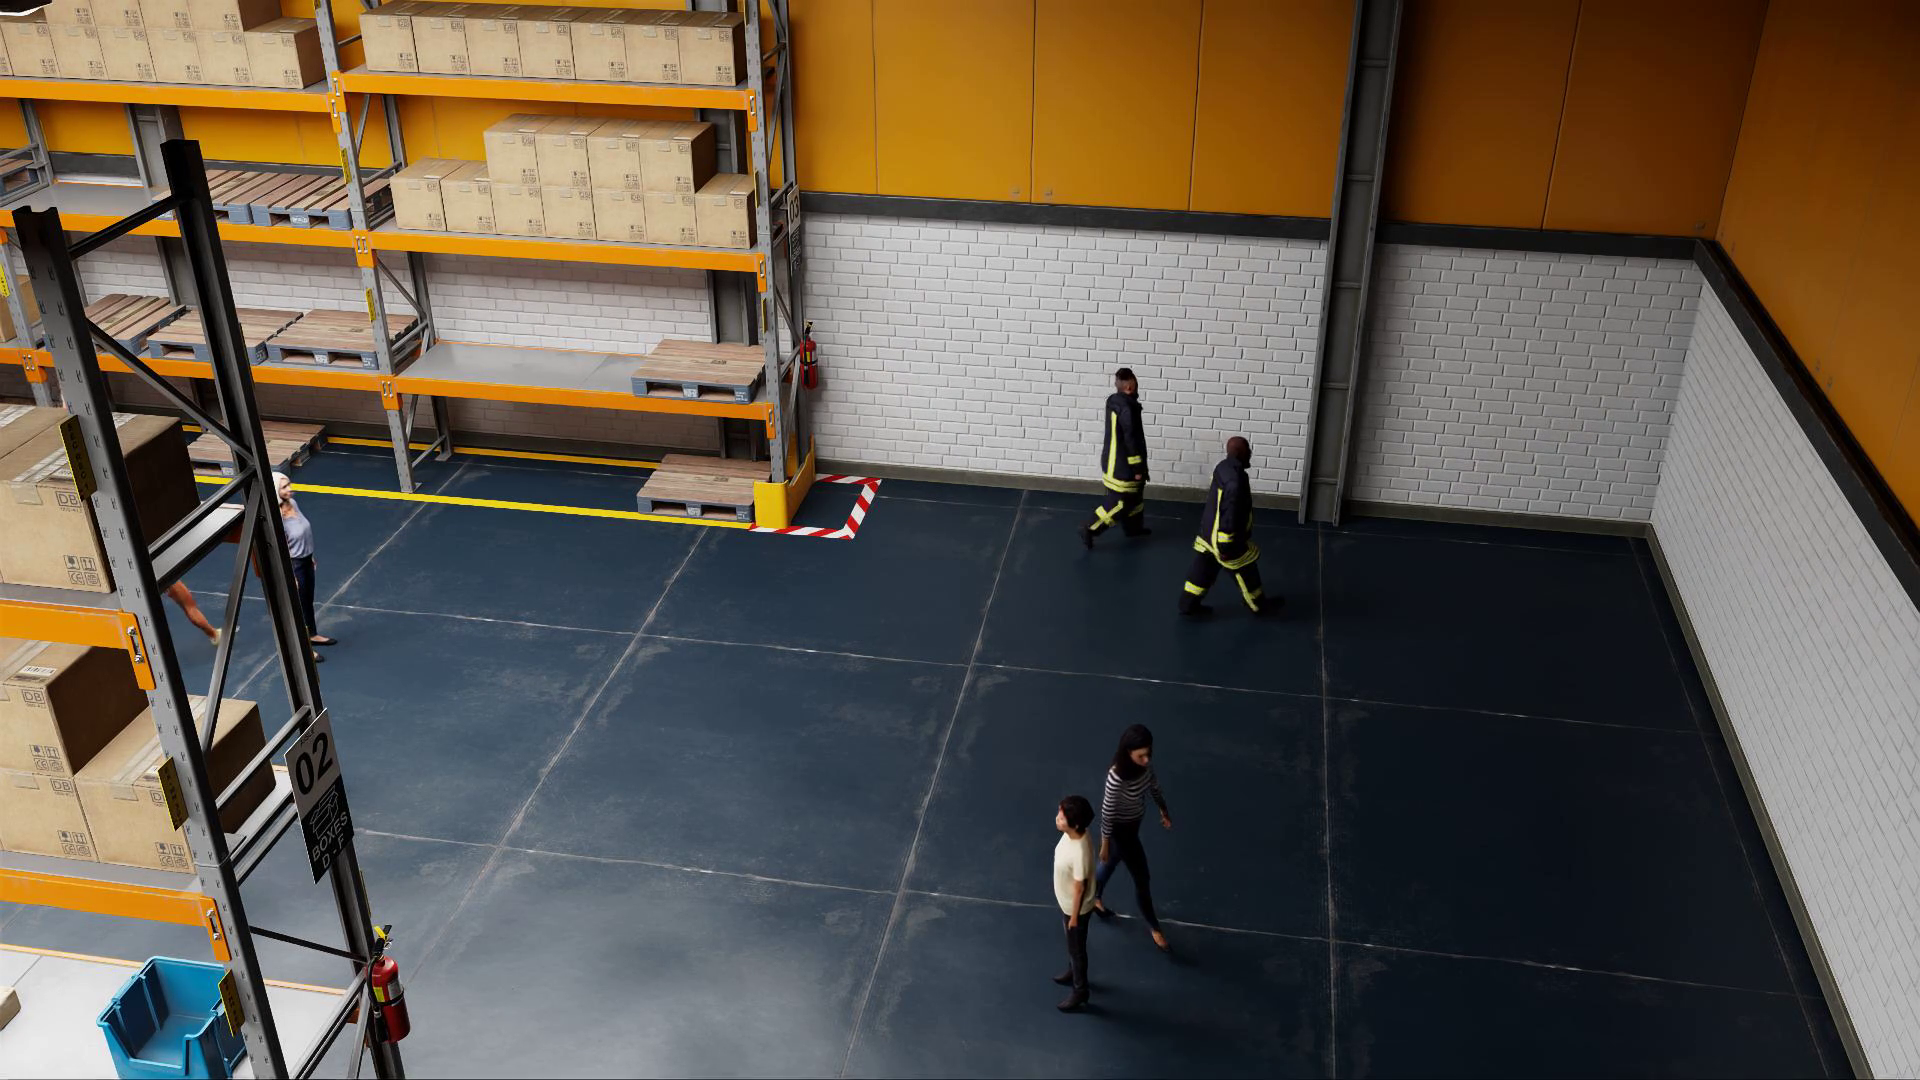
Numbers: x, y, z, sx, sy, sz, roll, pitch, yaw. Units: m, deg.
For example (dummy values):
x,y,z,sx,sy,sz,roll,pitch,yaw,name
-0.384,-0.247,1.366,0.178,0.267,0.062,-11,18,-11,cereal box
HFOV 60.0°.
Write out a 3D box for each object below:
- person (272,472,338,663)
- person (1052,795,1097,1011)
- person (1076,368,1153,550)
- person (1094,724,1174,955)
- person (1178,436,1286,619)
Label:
x,y,z,sx,sy,sz,roll,pitch,yaw,name
-5.661,0.208,14.155,0.530,1.722,0.593,2,29,4,person
0.730,2.273,10.512,0.562,1.584,0.633,-2,29,-3,person
1.492,-0.754,15.805,1.151,1.831,0.944,-5,29,-8,person
1.016,1.912,11.000,1.095,1.752,0.943,14,32,24,person
2.258,-0.068,14.605,1.275,1.775,0.964,-3,29,-5,person
